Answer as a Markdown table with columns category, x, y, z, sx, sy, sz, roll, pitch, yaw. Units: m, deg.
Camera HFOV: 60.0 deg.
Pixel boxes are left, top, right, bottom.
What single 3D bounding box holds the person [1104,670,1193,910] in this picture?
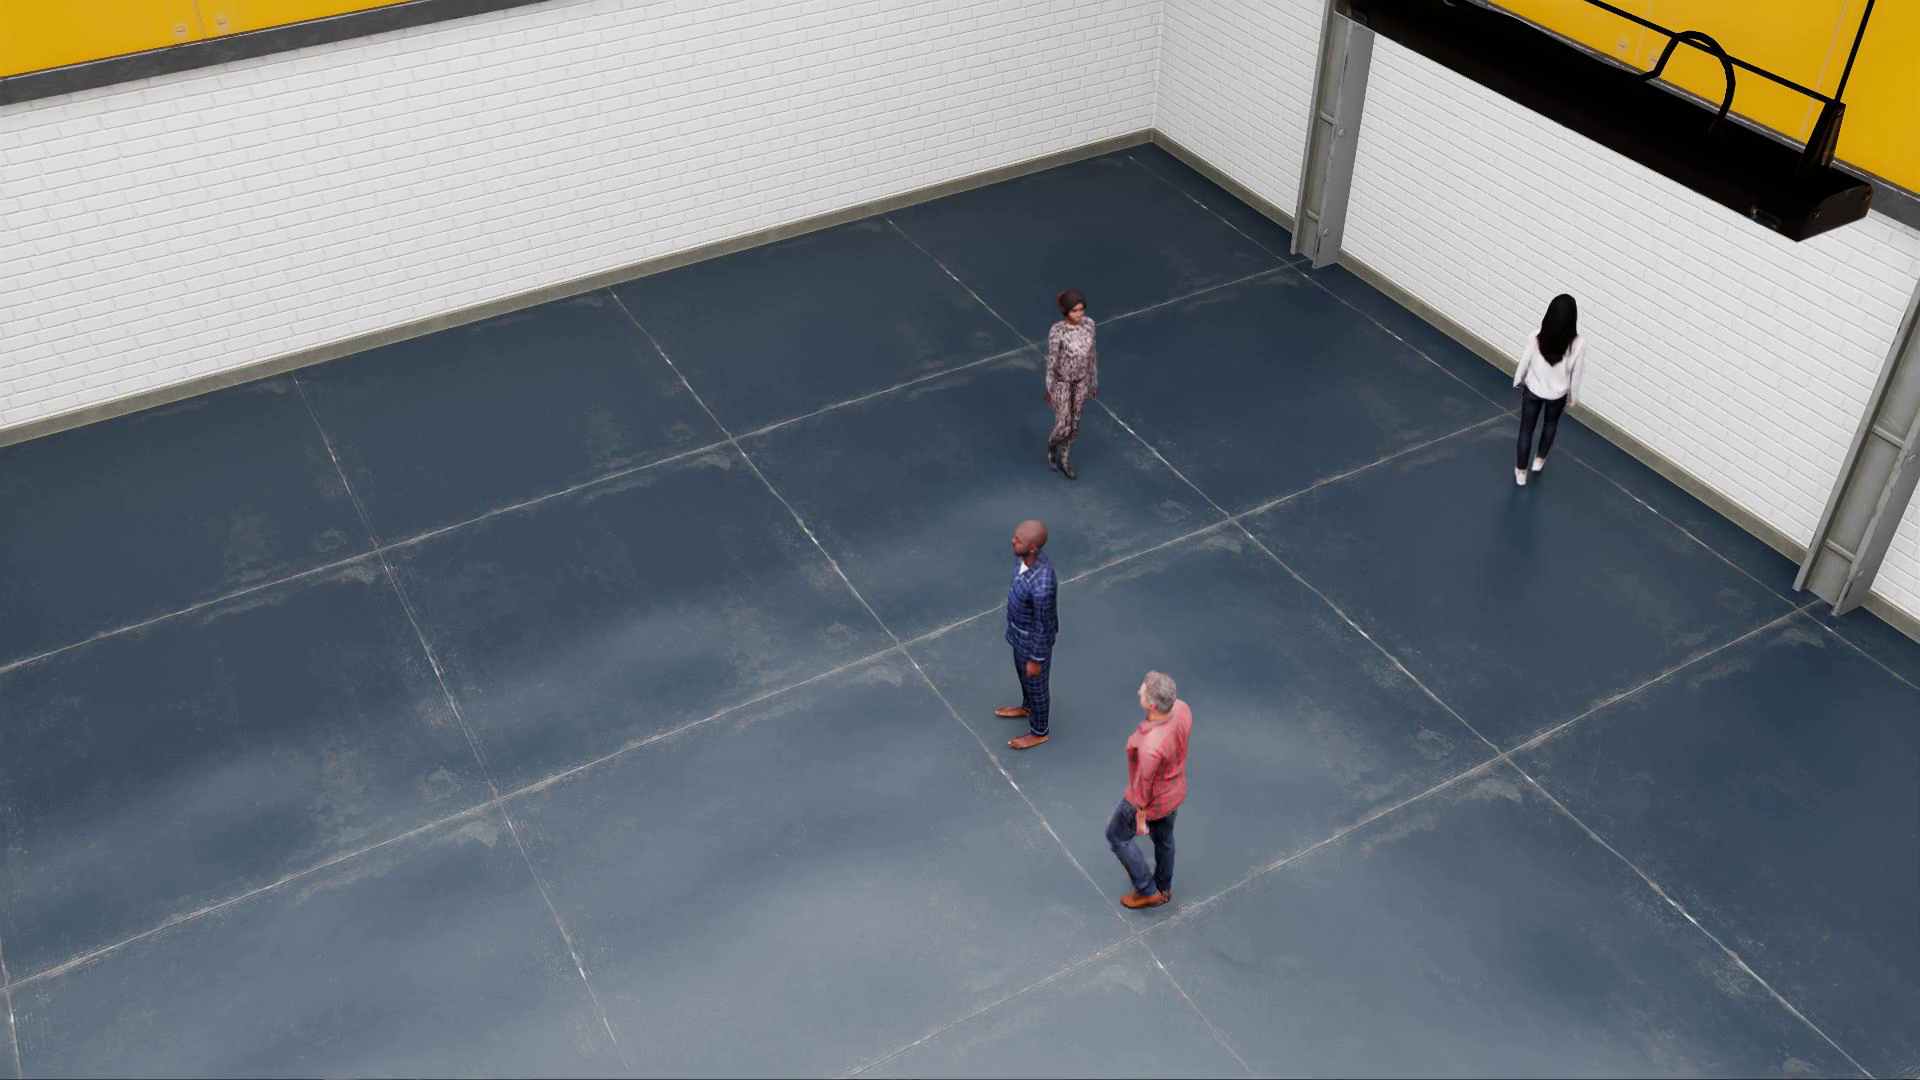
| category | x | y | z | sx | sy | sz | roll | pitch | yaw |
| --- | --- | --- | --- | --- | --- | --- | --- | --- | --- |
| person | 1.214 | 1.509 | 9.690 | 0.798 | 1.819 | 0.799 | 27 | 46 | 30 |

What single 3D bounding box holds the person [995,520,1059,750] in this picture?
| category | x | y | z | sx | sy | sz | roll | pitch | yaw |
| --- | --- | --- | --- | --- | --- | --- | --- | --- | --- |
| person | 0.464 | 0.595 | 10.836 | 0.784 | 1.818 | 0.625 | -9 | 39 | -11 |

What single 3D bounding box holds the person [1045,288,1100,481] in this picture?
| category | x | y | z | sx | sy | sz | roll | pitch | yaw |
| --- | --- | --- | --- | --- | --- | --- | --- | --- | --- |
| person | 0.847 | -1.276 | 13.268 | 0.577 | 1.706 | 0.629 | -17 | 41 | -20 |

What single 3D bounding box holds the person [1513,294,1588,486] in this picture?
| category | x | y | z | sx | sy | sz | roll | pitch | yaw |
| --- | --- | --- | --- | --- | --- | --- | --- | --- | --- |
| person | 4.607 | -1.139 | 13.107 | 0.810 | 1.692 | 0.872 | 12 | 40 | 14 |
